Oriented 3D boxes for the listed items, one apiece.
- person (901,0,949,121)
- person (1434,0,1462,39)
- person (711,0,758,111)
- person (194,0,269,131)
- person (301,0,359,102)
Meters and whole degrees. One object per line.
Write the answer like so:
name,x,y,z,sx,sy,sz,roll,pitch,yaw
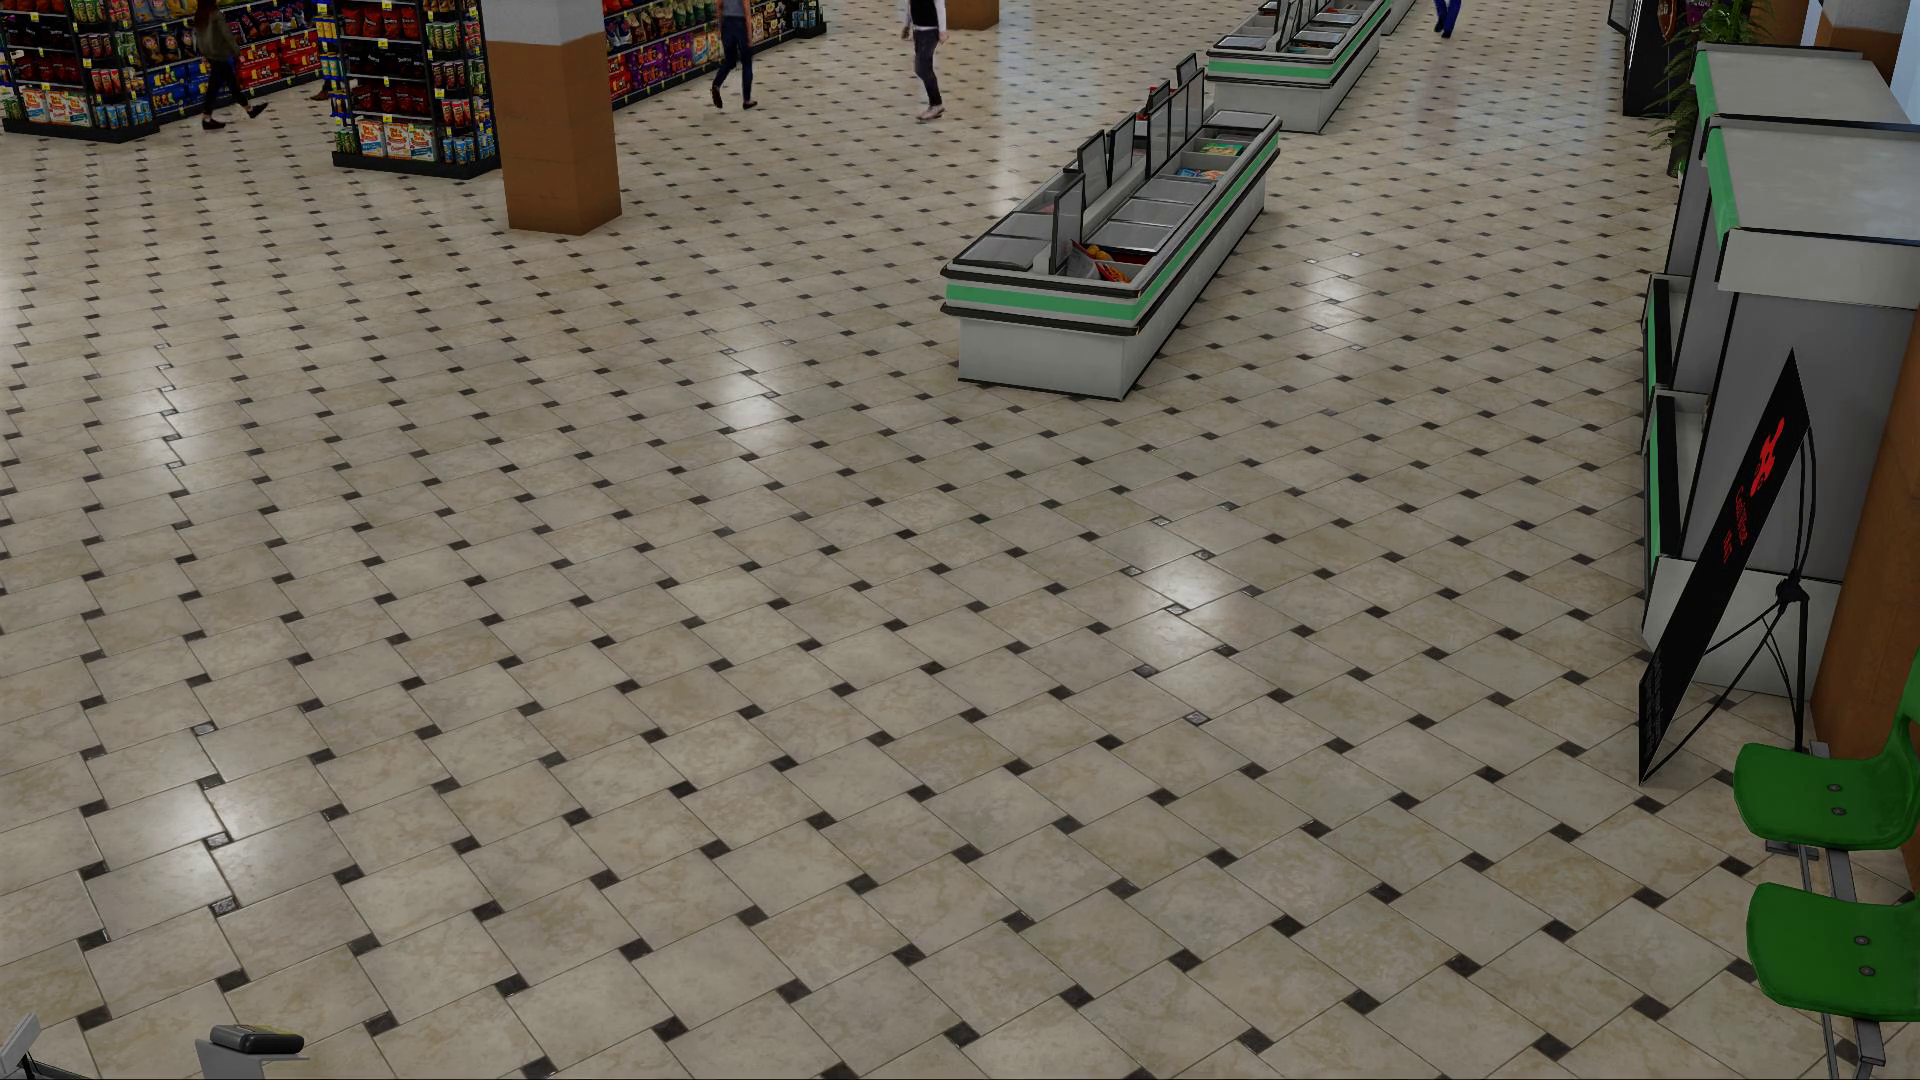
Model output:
person,-0.268,-5.297,17.362,0.853,1.799,0.807,-14,30,-26
person,6.463,-7.509,21.706,0.773,1.816,0.702,12,29,22
person,-2.426,-5.408,17.683,0.649,1.707,0.945,14,30,25
person,-7.662,-4.911,17.000,0.850,1.438,1.059,23,35,38
person,-6.937,-5.784,18.360,0.848,1.765,1.206,15,31,27
